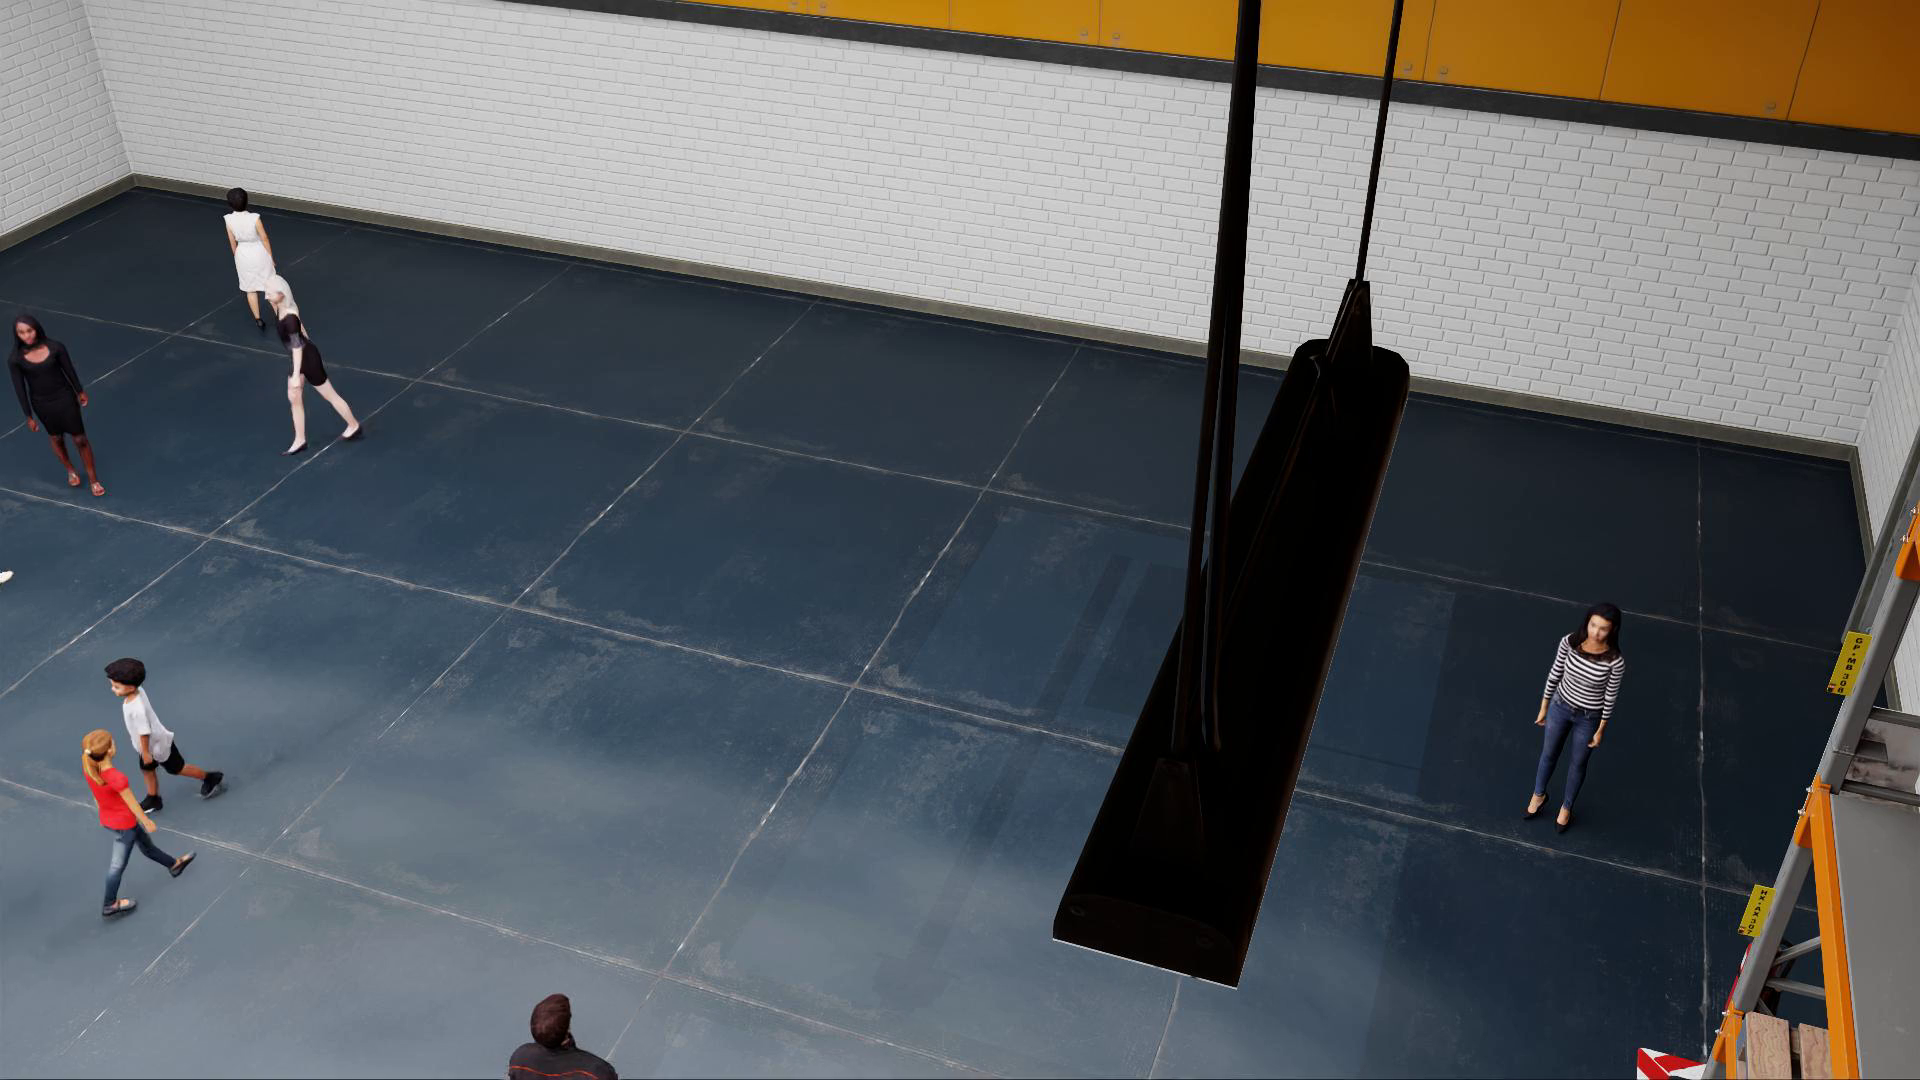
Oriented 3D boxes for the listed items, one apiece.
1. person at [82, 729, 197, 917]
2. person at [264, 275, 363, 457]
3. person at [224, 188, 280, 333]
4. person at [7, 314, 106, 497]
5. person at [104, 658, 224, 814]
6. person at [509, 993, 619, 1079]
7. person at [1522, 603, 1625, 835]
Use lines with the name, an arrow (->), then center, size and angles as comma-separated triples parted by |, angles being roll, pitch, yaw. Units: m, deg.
person -> -5.275, 1.794, 10.323 | 0.658, 1.277, 0.937 | 24, 40, 31
person -> -5.805, -1.604, 14.985 | 1.091, 1.776, 0.949 | -16, 37, -23
person -> -7.262, -2.886, 17.112 | 0.635, 1.556, 0.649 | -4, 34, -6
person -> -7.895, -1.218, 14.475 | 0.973, 1.697, 1.006 | -19, 38, -26
person -> -5.337, 1.291, 11.111 | 0.904, 1.243, 0.792 | -20, 38, -27
person -> -1.889, 2.958, 8.073 | 0.792, 1.830, 0.772 | 6, 34, 9
person -> 4.003, 1.153, 10.819 | 0.630, 1.796, 0.577 | 23, 40, 31
